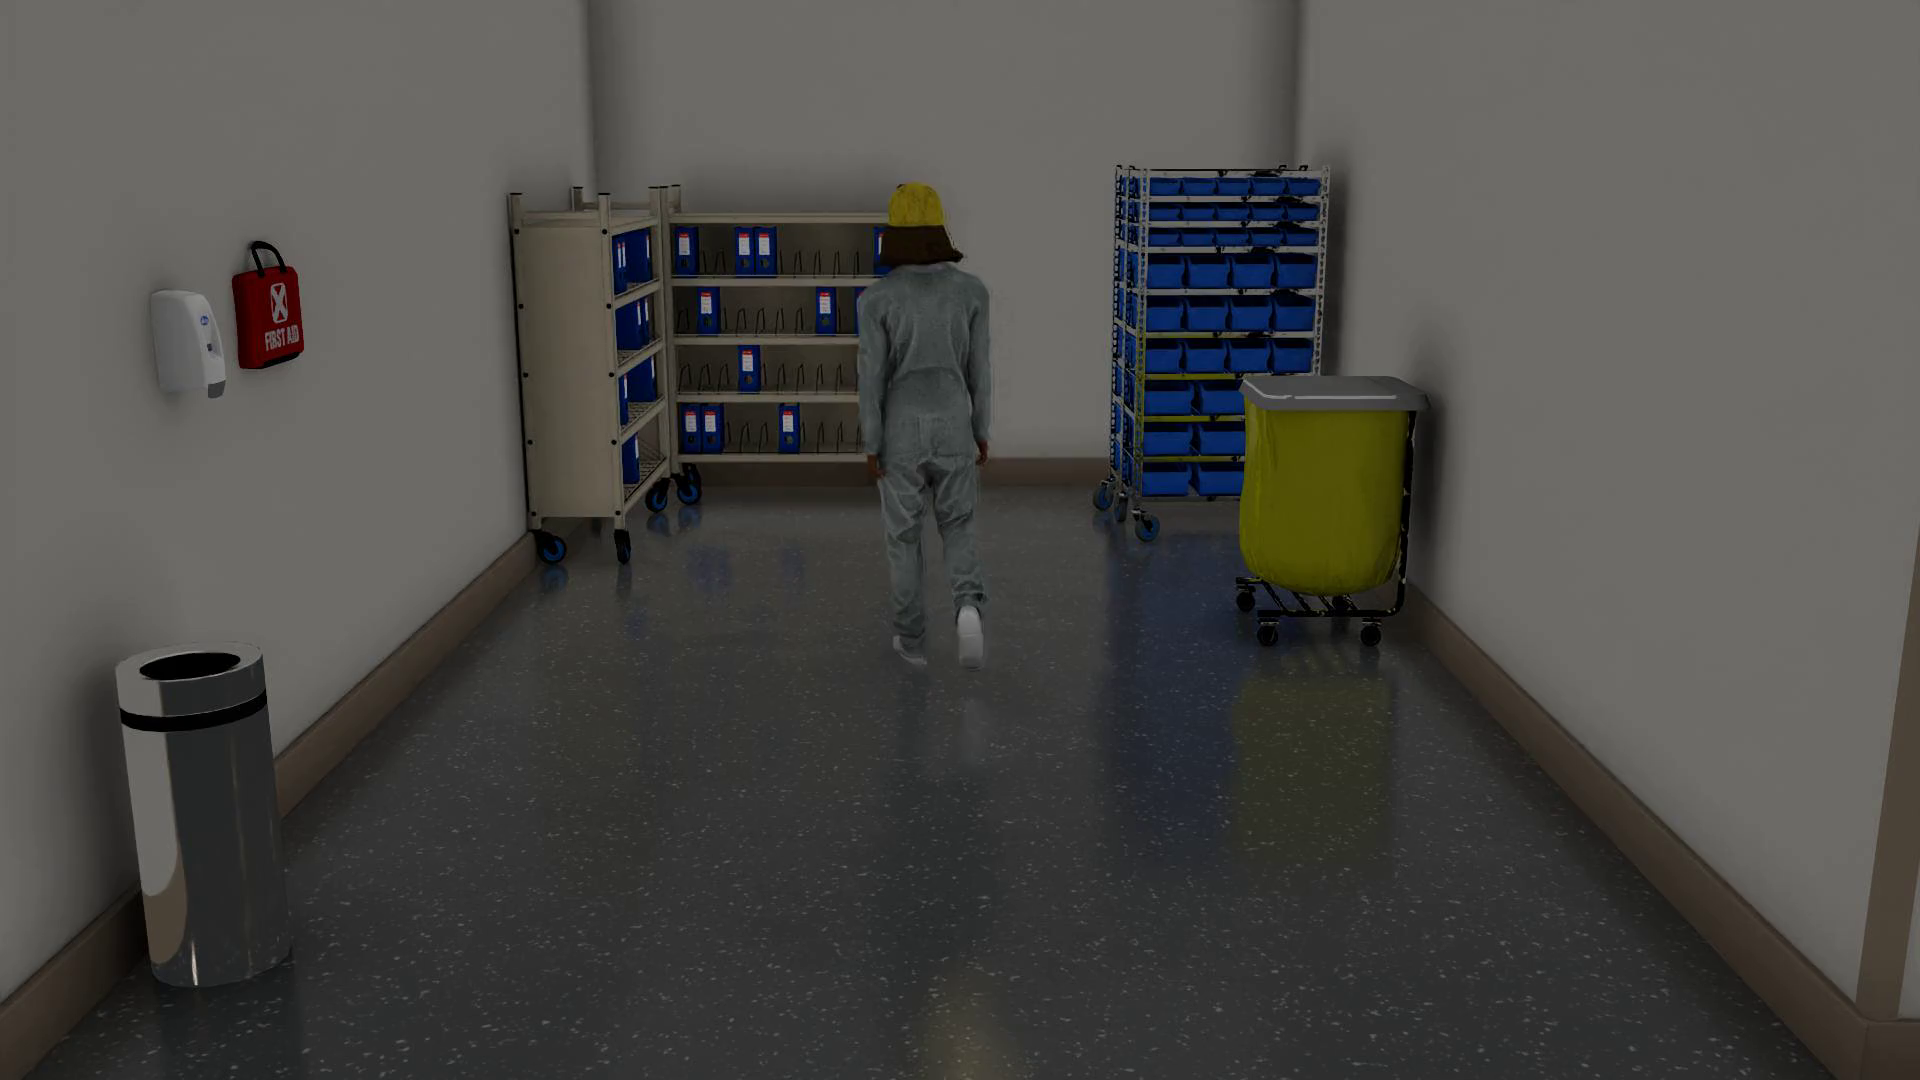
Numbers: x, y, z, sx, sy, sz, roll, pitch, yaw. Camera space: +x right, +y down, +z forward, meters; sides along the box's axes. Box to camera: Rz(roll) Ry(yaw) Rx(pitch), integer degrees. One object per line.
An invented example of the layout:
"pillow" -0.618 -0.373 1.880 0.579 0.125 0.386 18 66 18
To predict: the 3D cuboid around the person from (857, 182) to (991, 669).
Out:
"person" -0.111 -0.372 5.821 0.498 1.727 0.574 -4 14 -15
